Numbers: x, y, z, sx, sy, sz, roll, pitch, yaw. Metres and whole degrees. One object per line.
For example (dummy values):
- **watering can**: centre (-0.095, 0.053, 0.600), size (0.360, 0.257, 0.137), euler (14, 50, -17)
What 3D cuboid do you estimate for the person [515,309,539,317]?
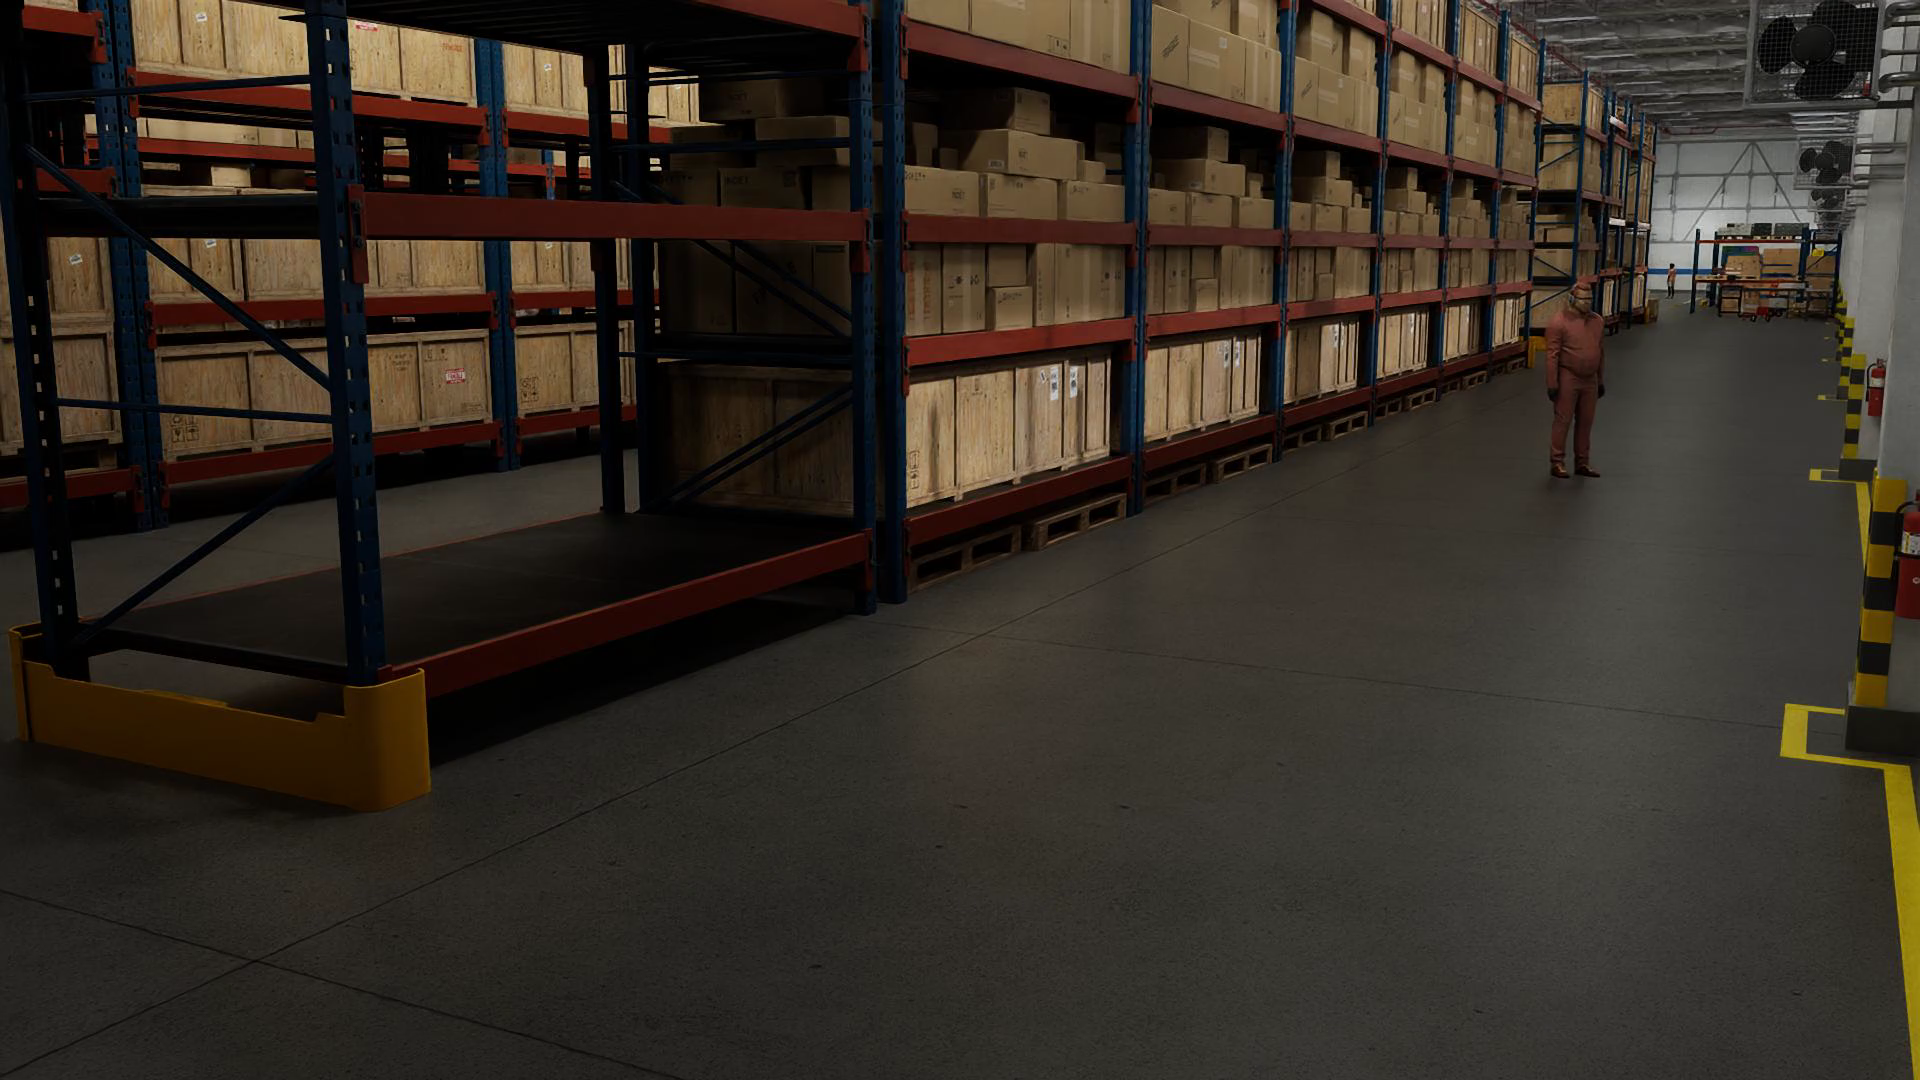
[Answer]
- **person**: centre (-6.090, -2.745, 23.076), size (0.553, 1.907, 0.932), euler (3, 10, 19)

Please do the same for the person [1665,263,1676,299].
- **person**: centre (33.884, -12.332, 79.202), size (0.539, 1.687, 0.320), euler (-6, 12, -32)

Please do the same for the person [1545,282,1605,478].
- **person**: centre (5.978, -1.542, 16.133), size (0.653, 1.896, 0.402), euler (-3, 10, -19)
